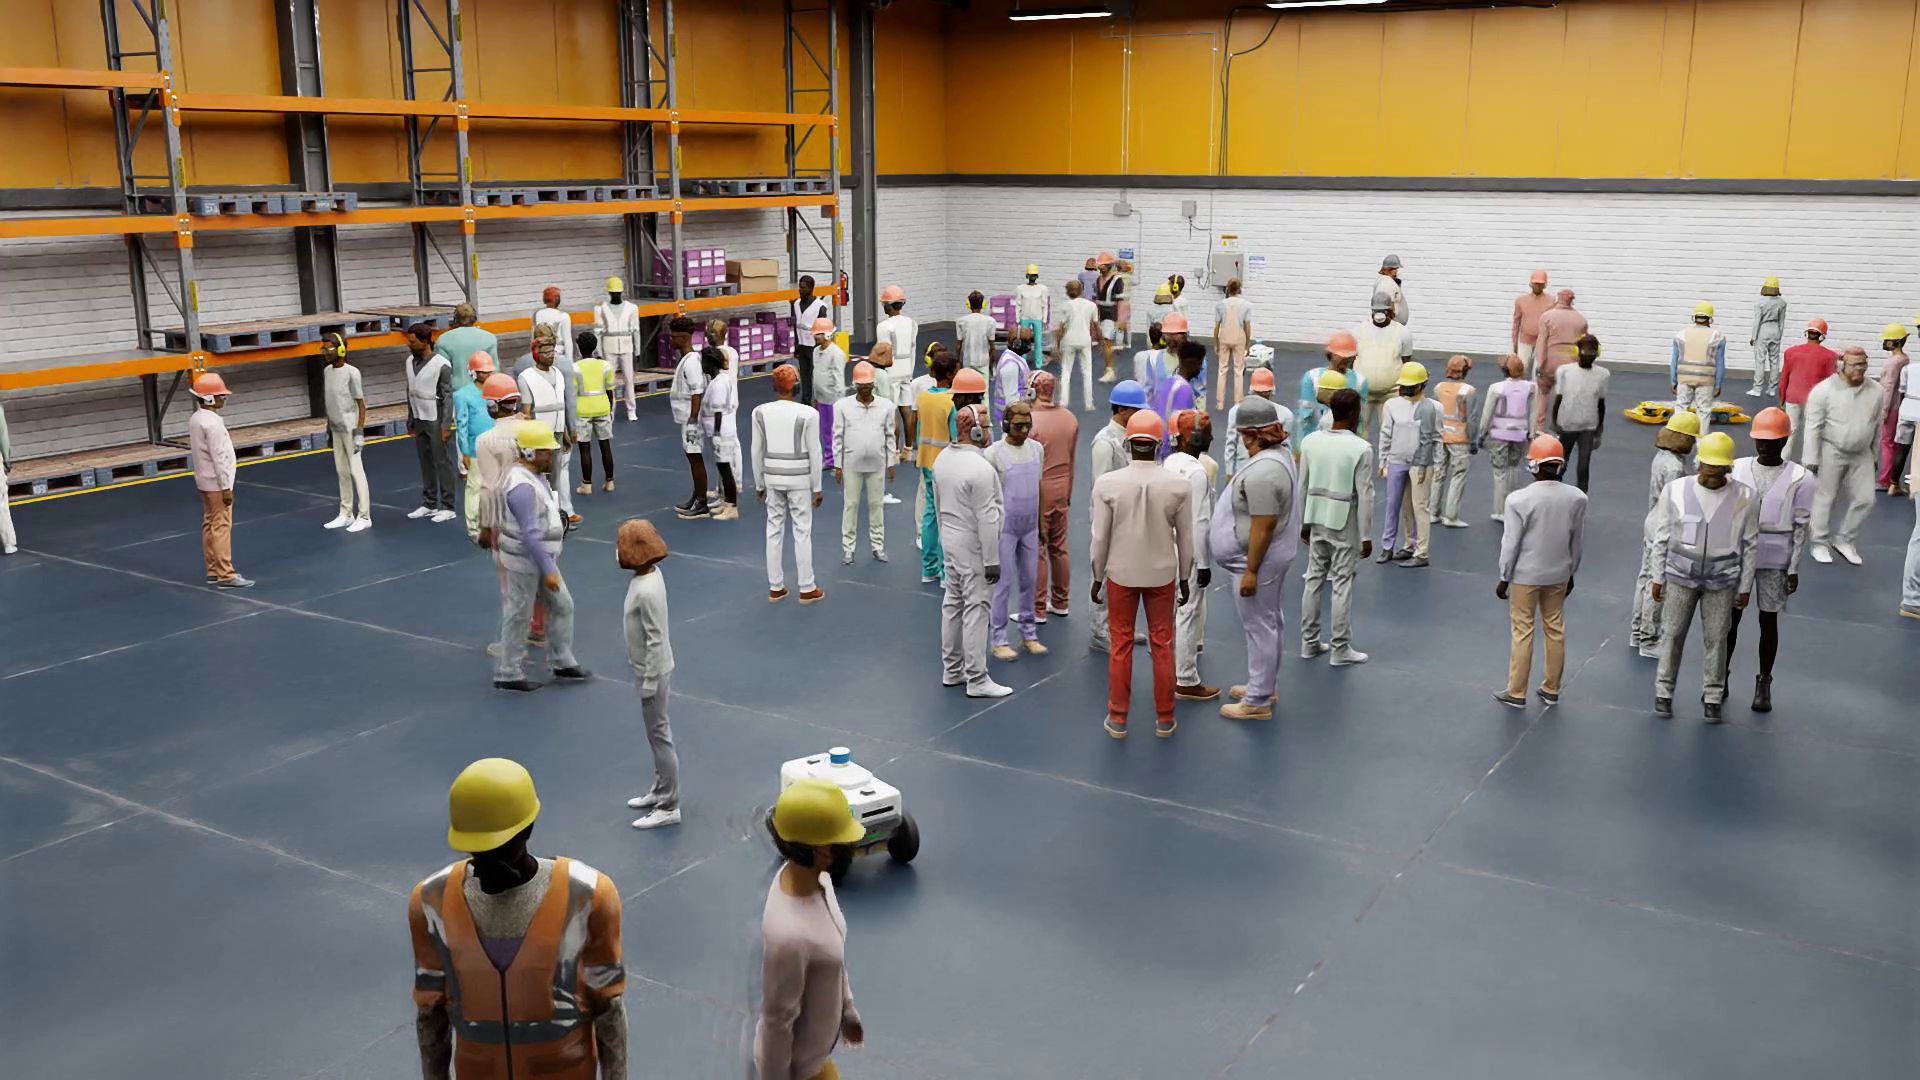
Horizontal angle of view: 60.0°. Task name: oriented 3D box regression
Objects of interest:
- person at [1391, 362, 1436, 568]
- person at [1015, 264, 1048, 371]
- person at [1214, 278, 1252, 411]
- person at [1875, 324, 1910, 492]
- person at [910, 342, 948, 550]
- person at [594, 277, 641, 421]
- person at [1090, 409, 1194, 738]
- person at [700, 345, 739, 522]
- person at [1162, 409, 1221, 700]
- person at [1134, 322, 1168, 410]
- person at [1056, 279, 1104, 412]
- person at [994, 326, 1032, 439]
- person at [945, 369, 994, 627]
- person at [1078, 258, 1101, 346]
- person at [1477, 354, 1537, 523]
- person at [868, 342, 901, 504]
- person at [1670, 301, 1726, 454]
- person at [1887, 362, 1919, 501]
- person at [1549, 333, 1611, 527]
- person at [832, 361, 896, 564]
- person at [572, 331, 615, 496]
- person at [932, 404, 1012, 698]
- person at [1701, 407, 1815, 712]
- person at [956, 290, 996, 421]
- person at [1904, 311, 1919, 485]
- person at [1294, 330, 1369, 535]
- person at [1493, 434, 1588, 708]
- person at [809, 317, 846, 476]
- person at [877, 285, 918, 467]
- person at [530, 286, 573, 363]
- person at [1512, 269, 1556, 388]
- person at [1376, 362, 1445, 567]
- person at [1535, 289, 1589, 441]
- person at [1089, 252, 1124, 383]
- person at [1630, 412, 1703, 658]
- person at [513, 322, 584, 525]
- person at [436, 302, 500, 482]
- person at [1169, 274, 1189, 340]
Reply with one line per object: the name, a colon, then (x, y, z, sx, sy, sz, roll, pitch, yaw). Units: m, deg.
person: (3.870, -0.649, 14.260, 0.340, 1.753, 0.531, -2, 13, -11)
person: (1.153, -3.562, 26.852, 0.527, 1.772, 0.301, 1, 13, 5)
person: (3.744, -2.682, 22.889, 0.505, 1.838, 0.339, 4, 14, 17)
person: (9.734, -1.384, 17.433, 0.344, 1.761, 0.526, 11, 17, 38)
person: (-0.205, -0.836, 14.812, 0.531, 1.867, 0.317, -10, 16, -36)
person: (-4.522, -2.514, 21.987, 0.596, 1.917, 0.400, -4, 14, -18)
person: (1.088, 0.208, 10.005, 0.619, 1.992, 0.396, 0, 13, 1)
person: (-2.328, -1.030, 16.056, 0.327, 1.689, 0.538, -3, 13, -14)
person: (1.481, 0.092, 10.755, 0.356, 1.883, 0.574, -4, 13, -15)
person: (1.932, -1.254, 16.657, 0.323, 1.855, 0.531, -11, 17, -40)
person: (1.659, -2.632, 22.717, 0.687, 1.825, 0.469, 0, 13, -1)
person: (0.558, -1.204, 16.495, 0.428, 1.837, 0.623, 1, 13, 6)
person: (0.069, -0.307, 12.362, 0.357, 1.937, 0.551, -1, 13, -5)
person: (2.423, -4.430, 30.935, 0.493, 1.624, 0.281, 5, 14, 21)
person: (5.233, -0.998, 16.076, 0.544, 1.606, 0.634, -3, 13, -11)
person: (-0.784, -1.190, 16.856, 0.279, 1.634, 0.499, -4, 14, -16)
person: (8.571, -1.857, 19.350, 0.591, 1.824, 0.404, 10, 16, 36)
person: (9.792, -1.237, 16.951, 0.320, 1.687, 0.539, -5, 14, -21)
person: (5.893, -1.079, 15.910, 0.513, 1.851, 0.753, 3, 13, 13)
person: (-0.822, -0.666, 14.323, 0.560, 1.752, 0.324, -3, 13, -13)
person: (-3.824, -1.306, 17.225, 0.539, 1.695, 0.318, -9, 16, -35)
person: (0.087, 0.068, 10.803, 0.407, 1.910, 0.639, -7, 15, -29)
person: (5.039, 0.120, 10.511, 0.543, 1.939, 0.356, 9, 16, 33)
person: (0.195, -2.135, 20.466, 0.511, 1.862, 0.328, 0, 13, 2)
person: (10.326, -1.541, 17.788, 0.430, 1.913, 0.600, 7, 15, 28)
person: (3.223, -0.856, 14.576, 0.642, 2.013, 0.739, -1, 13, -2)
person: (3.671, 0.198, 10.574, 0.559, 1.752, 0.325, -3, 13, -13)
person: (-1.470, -1.582, 18.332, 0.378, 1.741, 0.575, -9, 16, -35)
person: (-0.749, -1.853, 18.836, 0.375, 2.044, 0.604, 10, 16, 37)
person: (-5.133, -2.247, 20.940, 0.589, 1.873, 0.367, 6, 14, 23)
person: (7.819, -2.692, 22.616, 0.614, 1.978, 0.428, 5, 14, 22)
person: (3.840, -0.643, 14.211, 0.533, 1.760, 0.329, 5, 14, 22)
person: (7.441, -2.181, 20.685, 0.662, 1.849, 0.796, 0, 13, 0)
person: (2.223, -3.431, 25.727, 0.616, 2.022, 0.609, -8, 15, -31)
person: (4.965, -0.042, 11.658, 0.334, 1.733, 0.489, 2, 13, 10)
person: (-3.898, -1.084, 15.730, 0.629, 1.940, 0.376, 4, 14, 17)
person: (-5.274, -1.588, 17.921, 0.637, 1.936, 0.355, -4, 14, -16)
person: (2.998, -2.736, 23.050, 0.330, 1.872, 0.512, 3, 13, 14)
